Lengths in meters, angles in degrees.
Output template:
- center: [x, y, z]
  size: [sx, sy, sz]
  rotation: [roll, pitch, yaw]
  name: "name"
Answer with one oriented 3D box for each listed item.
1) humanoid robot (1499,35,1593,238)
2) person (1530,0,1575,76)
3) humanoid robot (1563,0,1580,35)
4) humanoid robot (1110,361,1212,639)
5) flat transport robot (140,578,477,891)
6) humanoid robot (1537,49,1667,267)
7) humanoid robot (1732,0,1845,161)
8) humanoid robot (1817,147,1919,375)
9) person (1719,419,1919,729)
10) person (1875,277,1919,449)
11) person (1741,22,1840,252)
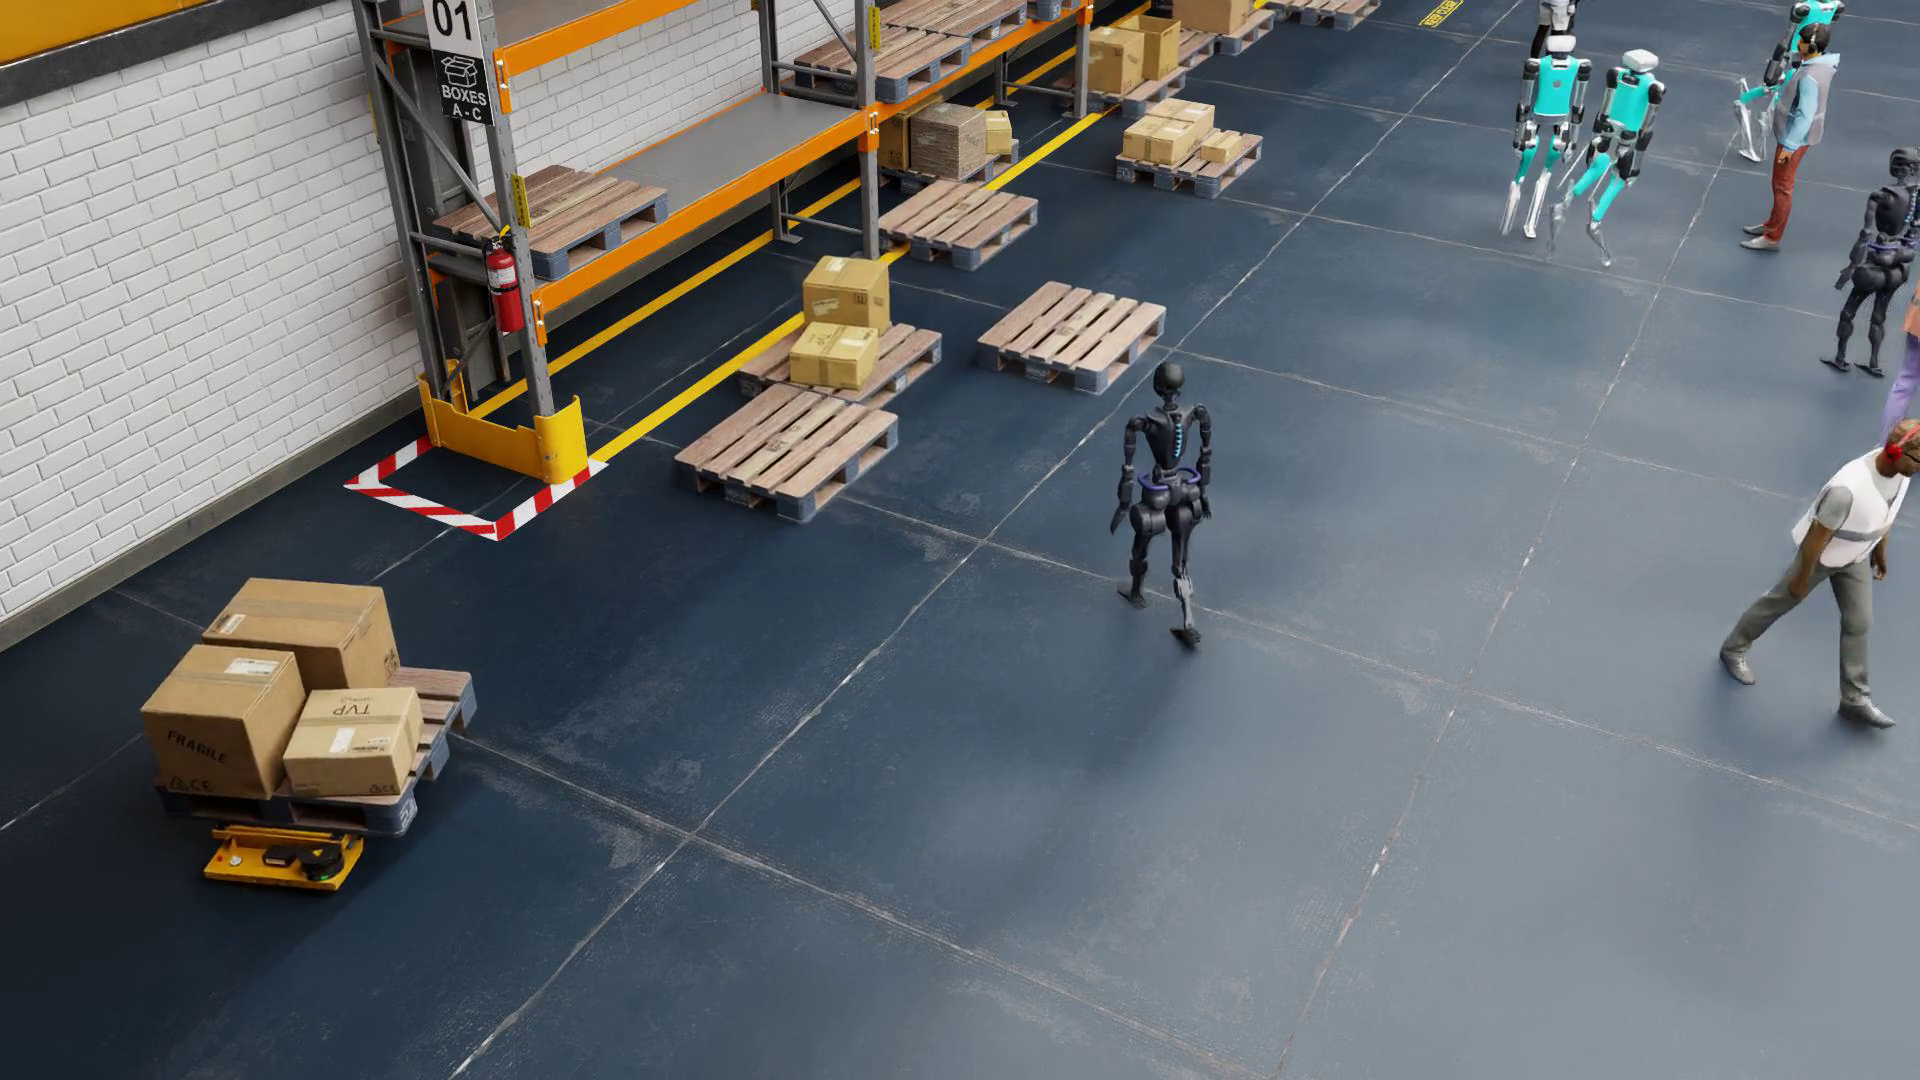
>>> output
- center: [4.871, -3.358, 13.952]
  size: [0.545, 1.860, 0.665]
  rotation: [5, 34, 8]
  name: "humanoid robot"
- center: [6.258, -5.647, 17.395]
  size: [0.320, 1.695, 0.536]
  rotation: [-10, 35, -14]
  name: "person"
- center: [6.616, -6.098, 18.117]
  size: [0.602, 1.641, 0.632]
  rotation: [-4, 34, -5]
  name: "humanoid robot"
- center: [1.155, -0.214, 9.235]
  size: [0.609, 1.636, 0.718]
  rotation: [-13, 36, -18]
  name: "humanoid robot"
- center: [-3.152, 1.175, 8.371]
  size: [0.659, 0.231, 1.431]
  rotation: [4, 34, 6]
  name: "flat transport robot"
- center: [5.099, -2.980, 13.399]
  size: [0.789, 1.841, 0.534]
  rotation: [-18, 37, -25]
  name: "humanoid robot"
- center: [7.545, -4.286, 15.392]
  size: [0.544, 1.876, 0.763]
  rotation: [-11, 35, -16]
  name: "humanoid robot"
- center: [6.579, -1.973, 11.874]
  size: [0.609, 1.638, 0.486]
  rotation: [-13, 36, -19]
  name: "humanoid robot"
- center: [4.587, 0.133, 8.595]
  size: [0.570, 1.756, 1.021]
  rotation: [-16, 37, -23]
  name: "person"
- center: [6.404, -1.336, 10.763]
  size: [0.639, 1.824, 0.562]
  rotation: [-15, 36, -21]
  name: "person"
- center: [6.863, -3.303, 13.686]
  size: [0.409, 1.876, 0.545]
  rotation: [15, 36, 21]
  name: "person"
